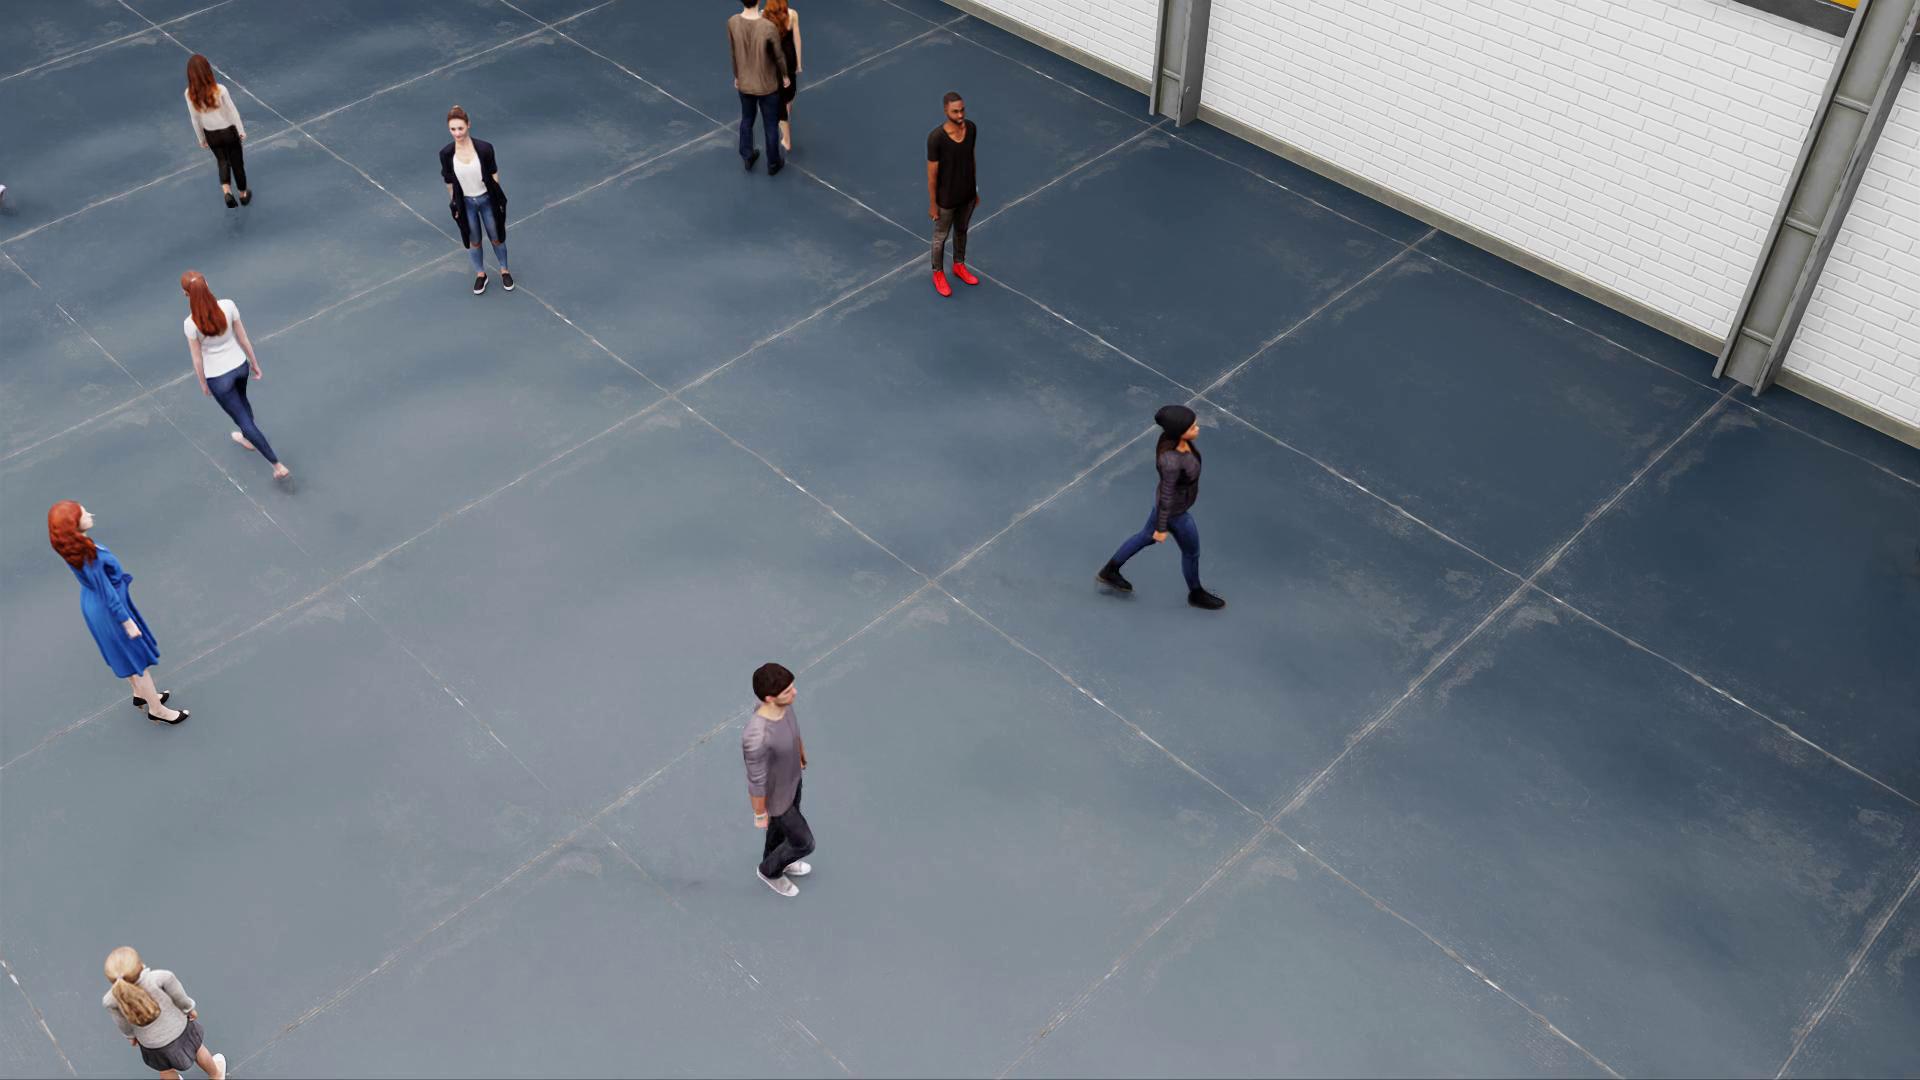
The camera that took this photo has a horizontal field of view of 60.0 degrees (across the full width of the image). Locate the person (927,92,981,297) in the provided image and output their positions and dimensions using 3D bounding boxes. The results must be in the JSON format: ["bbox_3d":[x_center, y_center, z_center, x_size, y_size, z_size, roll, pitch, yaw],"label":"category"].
[{"bbox_3d":[-0.053,-2.915,13.897,0.679,1.804,0.573,-27,50,-25],"label":"person"}]

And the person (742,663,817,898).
[{"bbox_3d":[-1.112,1.361,9.386,0.834,1.836,0.814,8,44,8],"label":"person"}]

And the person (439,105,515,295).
[{"bbox_3d":[-4.036,-2.838,13.905,0.722,1.684,0.742,-8,44,-8],"label":"person"}]

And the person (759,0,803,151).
[{"bbox_3d":[-1.687,-4.431,15.655,0.932,1.575,1.146,-10,44,-10],"label":"person"}]

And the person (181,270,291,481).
[{"bbox_3d":[-5.290,-1.166,12.132,1.128,1.707,0.630,30,51,28],"label":"person"}]

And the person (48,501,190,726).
[{"bbox_3d":[-5.268,0.467,10.331,0.671,1.828,0.517,-32,52,-29],"label":"person"}]

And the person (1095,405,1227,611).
[{"bbox_3d":[1.320,-0.212,11.133,1.229,1.703,1.045,8,44,8],"label":"person"}]

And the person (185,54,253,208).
[{"bbox_3d":[-6.609,-3.600,14.856,0.751,1.475,0.830,-6,44,-6],"label":"person"}]

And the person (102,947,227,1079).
[{"bbox_3d":[-4.137,2.501,8.596,0.557,1.275,0.577,-23,48,-22],"label":"person"}]

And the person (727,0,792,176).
[{"bbox_3d":[-1.836,-4.161,15.146,0.725,1.885,0.835,11,45,12],"label":"person"}]
